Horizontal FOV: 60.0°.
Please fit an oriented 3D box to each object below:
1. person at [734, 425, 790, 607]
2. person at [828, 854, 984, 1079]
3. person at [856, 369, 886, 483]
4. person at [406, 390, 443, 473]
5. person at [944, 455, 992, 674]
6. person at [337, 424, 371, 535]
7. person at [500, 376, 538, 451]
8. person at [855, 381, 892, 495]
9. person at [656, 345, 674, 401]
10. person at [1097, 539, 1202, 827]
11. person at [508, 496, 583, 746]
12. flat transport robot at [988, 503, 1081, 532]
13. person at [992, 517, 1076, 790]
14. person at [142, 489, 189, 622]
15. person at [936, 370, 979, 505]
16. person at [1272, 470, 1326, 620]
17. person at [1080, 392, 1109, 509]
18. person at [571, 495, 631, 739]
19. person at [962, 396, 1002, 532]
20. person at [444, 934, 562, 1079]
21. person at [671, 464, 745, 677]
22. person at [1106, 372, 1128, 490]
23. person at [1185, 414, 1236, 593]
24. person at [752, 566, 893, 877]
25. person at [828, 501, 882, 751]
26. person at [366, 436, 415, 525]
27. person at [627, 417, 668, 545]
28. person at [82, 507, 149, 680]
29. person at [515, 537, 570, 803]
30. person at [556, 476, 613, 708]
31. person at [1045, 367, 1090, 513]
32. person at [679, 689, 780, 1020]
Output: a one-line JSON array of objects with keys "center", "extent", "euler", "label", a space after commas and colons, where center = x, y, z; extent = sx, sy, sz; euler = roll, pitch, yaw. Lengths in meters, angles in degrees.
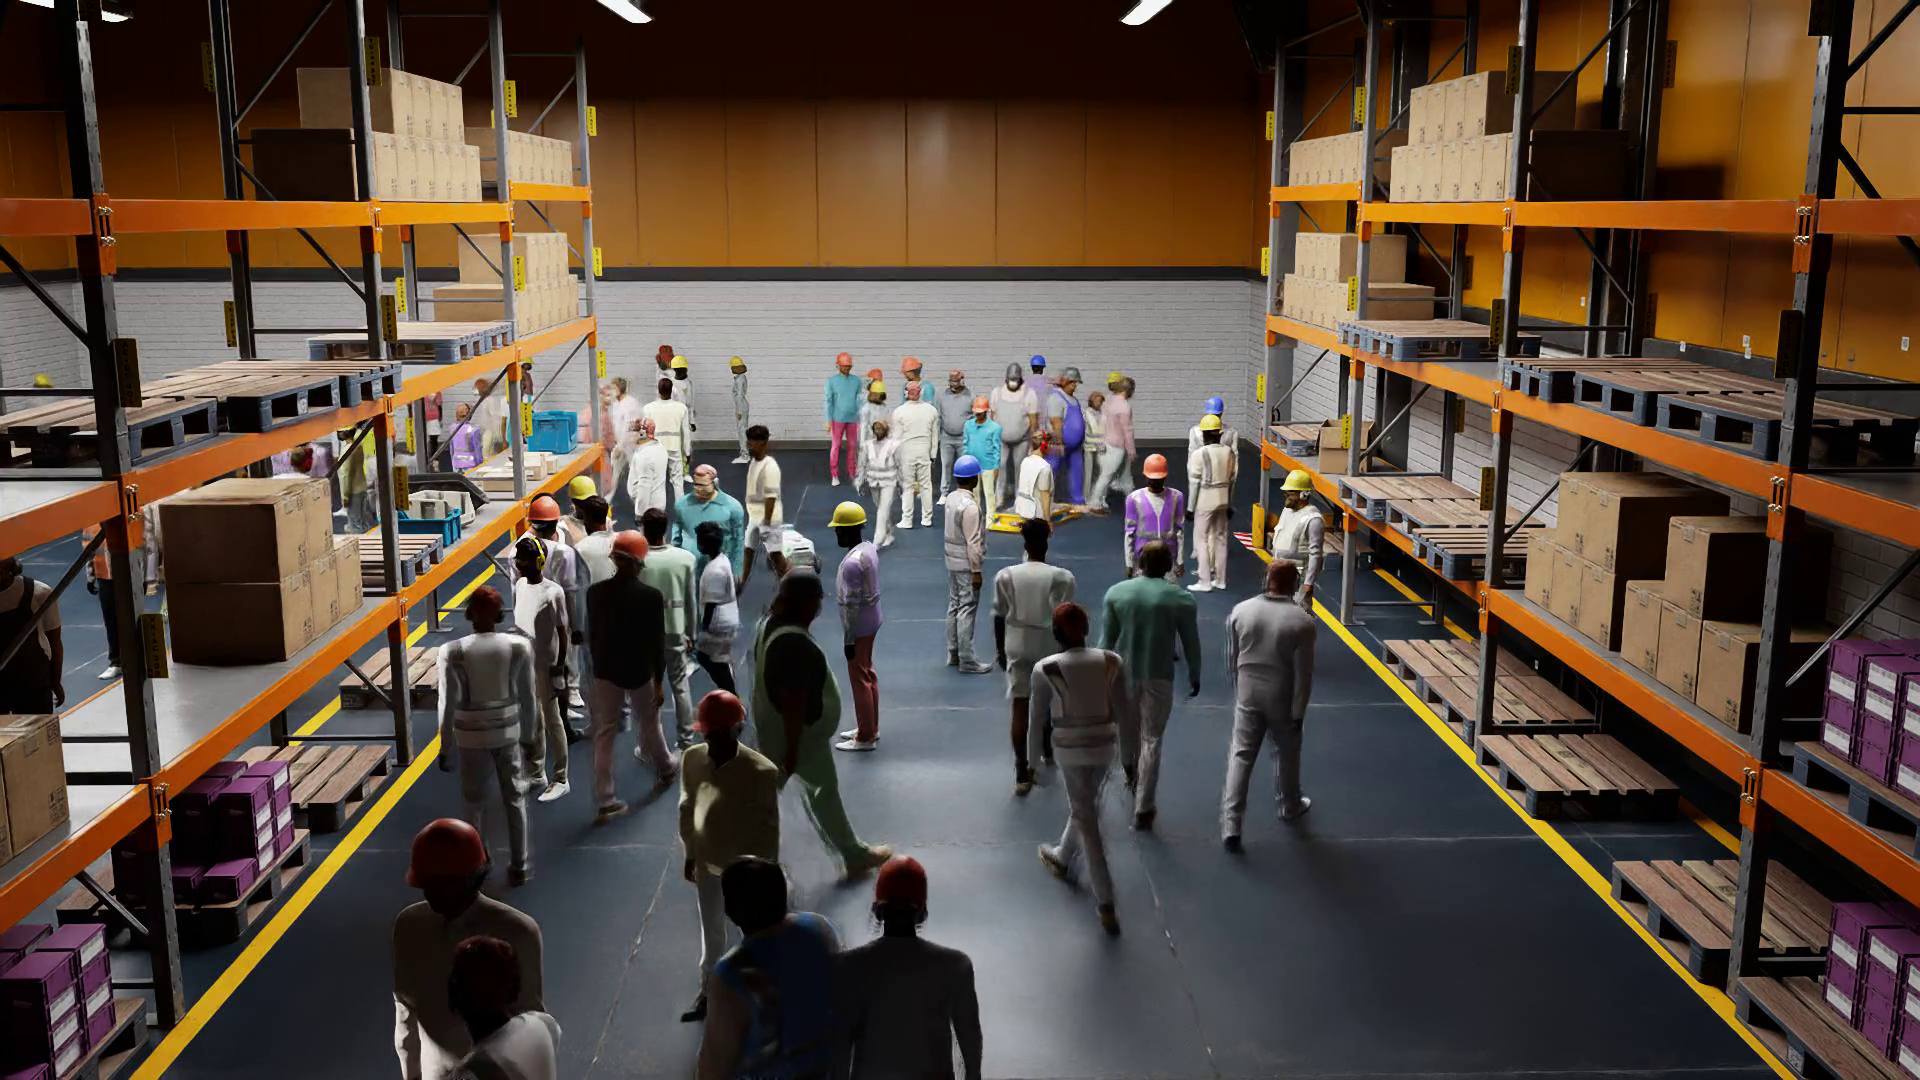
[{"center": [-2.095, -0.220, 17.042], "extent": [0.914, 1.918, 0.632], "euler": [-6, 13, -27], "label": "person"}, {"center": [-0.194, 2.017, 6.287], "extent": [0.568, 1.734, 0.538], "euler": [2, 11, 9], "label": "person"}, {"center": [-1.367, -1.726, 25.107], "extent": [0.589, 1.711, 0.641], "euler": [-10, 15, -40], "label": "person"}, {"center": [-8.379, -1.890, 26.070], "extent": [0.552, 1.665, 0.597], "euler": [-3, 12, -12], "label": "person"}, {"center": [0.056, 0.212, 14.795], "extent": [0.385, 1.948, 0.615], "euler": [-4, 12, -19], "label": "person"}, {"center": [-6.985, -0.552, 19.110], "extent": [0.341, 1.760, 0.525], "euler": [0, 11, 0], "label": "person"}, {"center": [-6.090, -1.386, 23.075], "extent": [0.518, 1.844, 0.332], "euler": [-4, 12, -21], "label": "person"}, {"center": [-1.226, -1.410, 23.522], "extent": [0.772, 1.720, 0.497], "euler": [11, 16, 43], "label": "person"}, {"center": [-4.823, -2.268, 27.402], "extent": [0.355, 1.883, 0.575], "euler": [-5, 12, -25], "label": "person"}, {"center": [1.307, 0.927, 11.372], "extent": [0.675, 1.885, 0.993], "euler": [4, 12, 20], "label": "person"}, {"center": [-3.177, 0.623, 12.816], "extent": [0.546, 1.927, 0.410], "euler": [3, 12, 15], "label": "person"}, {"center": [0.984, -0.314, 21.658], "extent": [0.652, 0.197, 1.431], "euler": [6, 13, 28], "label": "flat transport robot"}, {"center": [0.529, 0.790, 12.016], "extent": [0.615, 1.904, 1.025], "euler": [2, 11, 10], "label": "person"}, {"center": [-7.948, 0.004, 16.776], "extent": [0.515, 1.577, 0.853], "euler": [0, 11, 2], "label": "person"}, {"center": [-0.047, -1.414, 23.081], "extent": [0.643, 1.902, 0.400], "euler": [3, 12, 13], "label": "person"}, {"center": [2.965, 0.286, 14.722], "extent": [0.403, 1.833, 0.586], "euler": [-4, 12, -19], "label": "person"}, {"center": [1.858, -1.217, 22.787], "extent": [0.538, 1.622, 0.501], "euler": [-4, 12, -18], "label": "person"}, {"center": [-2.771, 0.598, 12.980], "extent": [0.386, 1.905, 0.601], "euler": [7, 13, 30], "label": "person"}, {"center": [0.265, -0.974, 21.264], "extent": [0.569, 1.743, 0.355], "euler": [7, 13, 33], "label": "person"}, {"center": [-1.389, 2.159, 5.252], "extent": [0.408, 1.866, 0.619], "euler": [2, 11, 10], "label": "person"}, {"center": [-2.217, 0.274, 14.619], "extent": [0.643, 1.900, 0.400], "euler": [1, 11, 3], "label": "person"}, {"center": [2.294, -1.612, 24.501], "extent": [0.324, 1.730, 0.489], "euler": [-4, 12, -18], "label": "person"}, {"center": [2.707, -0.396, 17.939], "extent": [0.601, 1.913, 0.421], "euler": [-8, 14, -35], "label": "person"}, {"center": [-0.961, 1.096, 10.134], "extent": [1.005, 2.000, 0.690], "euler": [-6, 13, -26], "label": "person"}, {"center": [-0.799, 0.653, 12.683], "extent": [0.393, 1.919, 0.582], "euler": [2, 11, 10], "label": "person"}, {"center": [-6.270, -0.405, 18.429], "extent": [0.574, 1.733, 0.541], "euler": [0, 11, -1], "label": "person"}, {"center": [-3.341, -0.358, 17.767], "extent": [0.407, 1.908, 0.642], "euler": [1, 11, 6], "label": "person"}, {"center": [-7.361, 0.286, 14.519], "extent": [0.589, 1.917, 0.403], "euler": [1, 11, 5], "label": "person"}, {"center": [-2.941, 0.893, 11.582], "extent": [0.520, 1.873, 0.328], "euler": [8, 14, 36], "label": "person"}, {"center": [-3.114, 0.415, 13.837], "extent": [0.585, 1.927, 0.366], "euler": [-11, 16, -44], "label": "person"}, {"center": [1.447, -1.326, 22.279], "extent": [0.848, 2.000, 0.765], "euler": [7, 13, 32], "label": "person"}, {"center": [-1.174, 1.594, 8.358], "extent": [0.563, 1.752, 0.341], "euler": [5, 12, 24], "label": "person"}]
